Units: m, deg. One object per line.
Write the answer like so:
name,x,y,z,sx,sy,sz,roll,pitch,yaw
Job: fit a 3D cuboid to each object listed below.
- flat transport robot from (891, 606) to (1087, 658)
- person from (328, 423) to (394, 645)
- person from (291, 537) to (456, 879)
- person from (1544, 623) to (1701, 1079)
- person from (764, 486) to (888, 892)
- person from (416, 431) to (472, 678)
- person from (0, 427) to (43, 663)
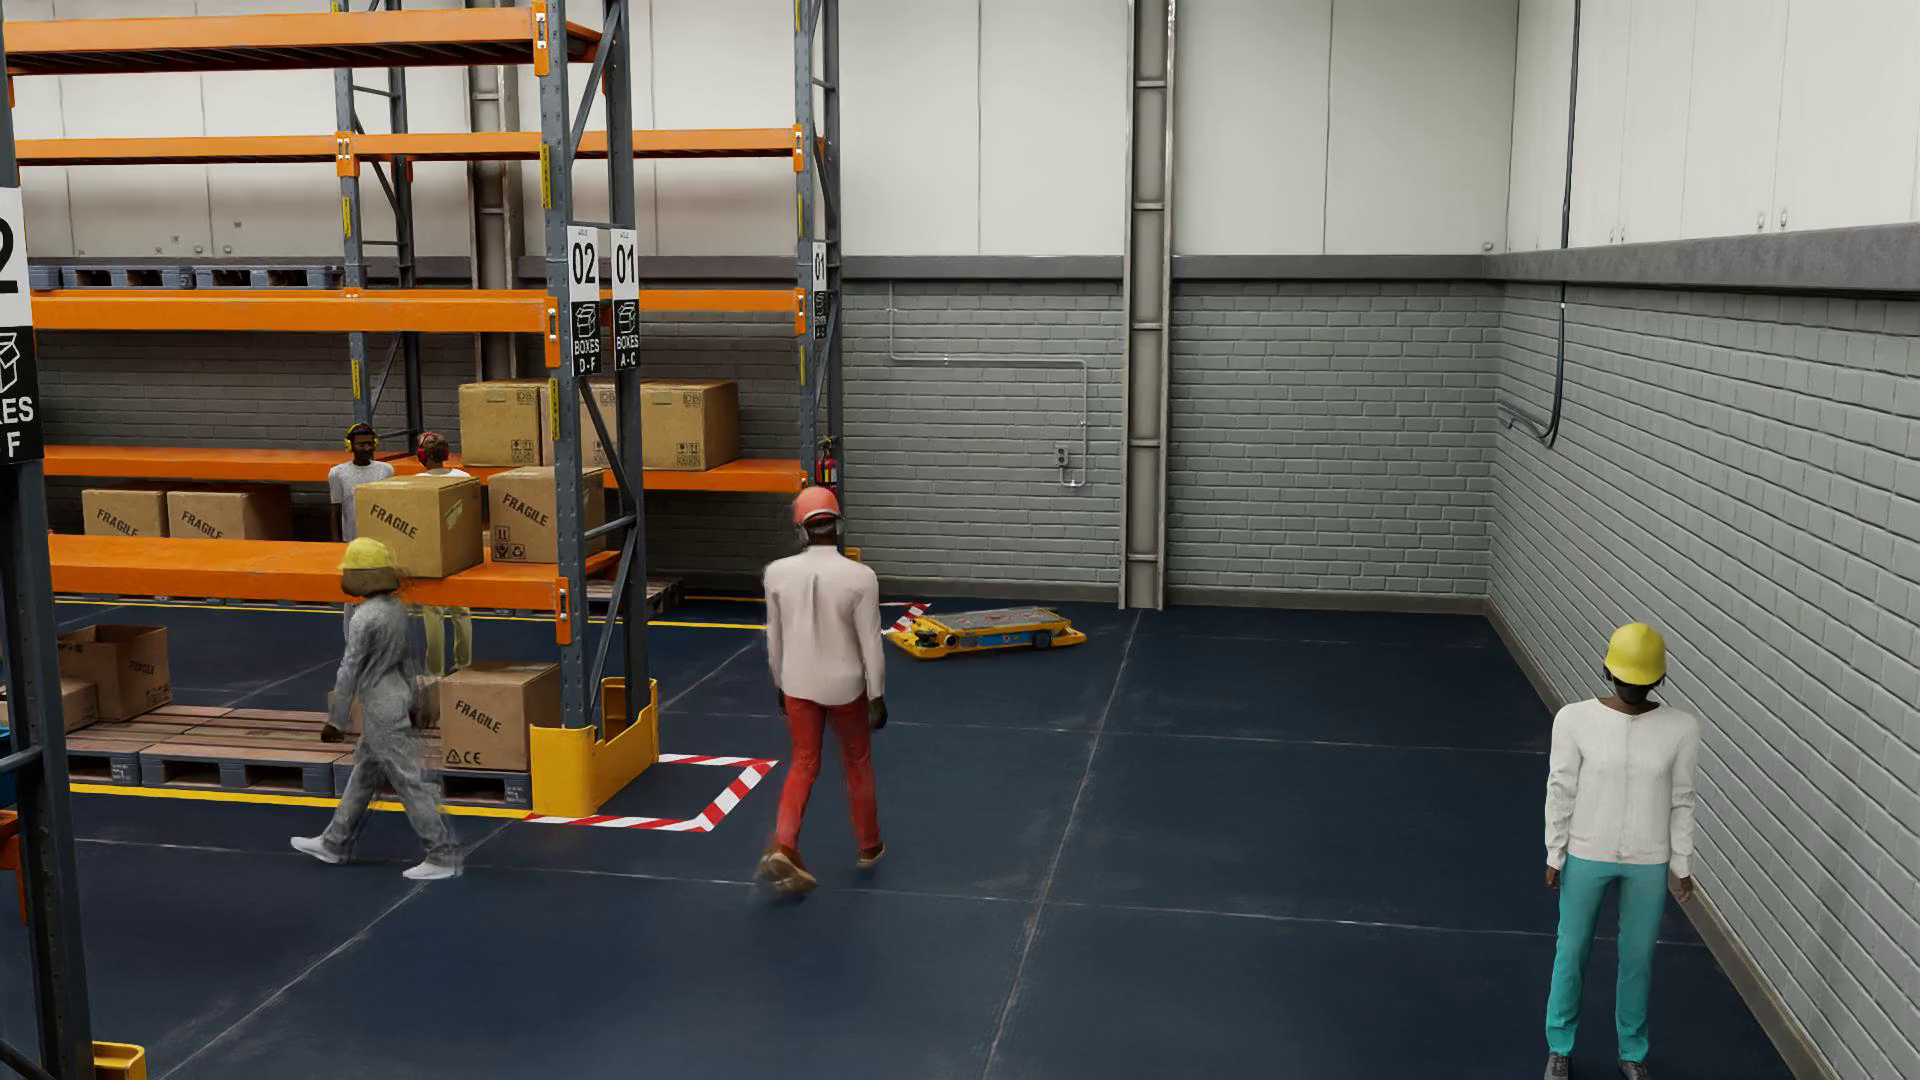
flat transport robot,0.230,0.722,13.277,1.431,0.197,0.652,-4,10,-22
person,-4.521,0.032,12.658,0.510,1.861,0.327,-7,11,-37
person,-2.913,0.835,8.170,0.896,1.697,0.492,0,9,0
person,2.379,1.154,6.002,0.523,1.760,0.327,1,9,9
person,-0.681,0.721,8.119,0.635,1.954,0.880,2,9,14
person,-3.765,0.135,12.048,0.389,1.846,0.567,7,11,36
person,-7.144,-0.041,12.611,0.694,2.011,0.627,-1,9,-5
